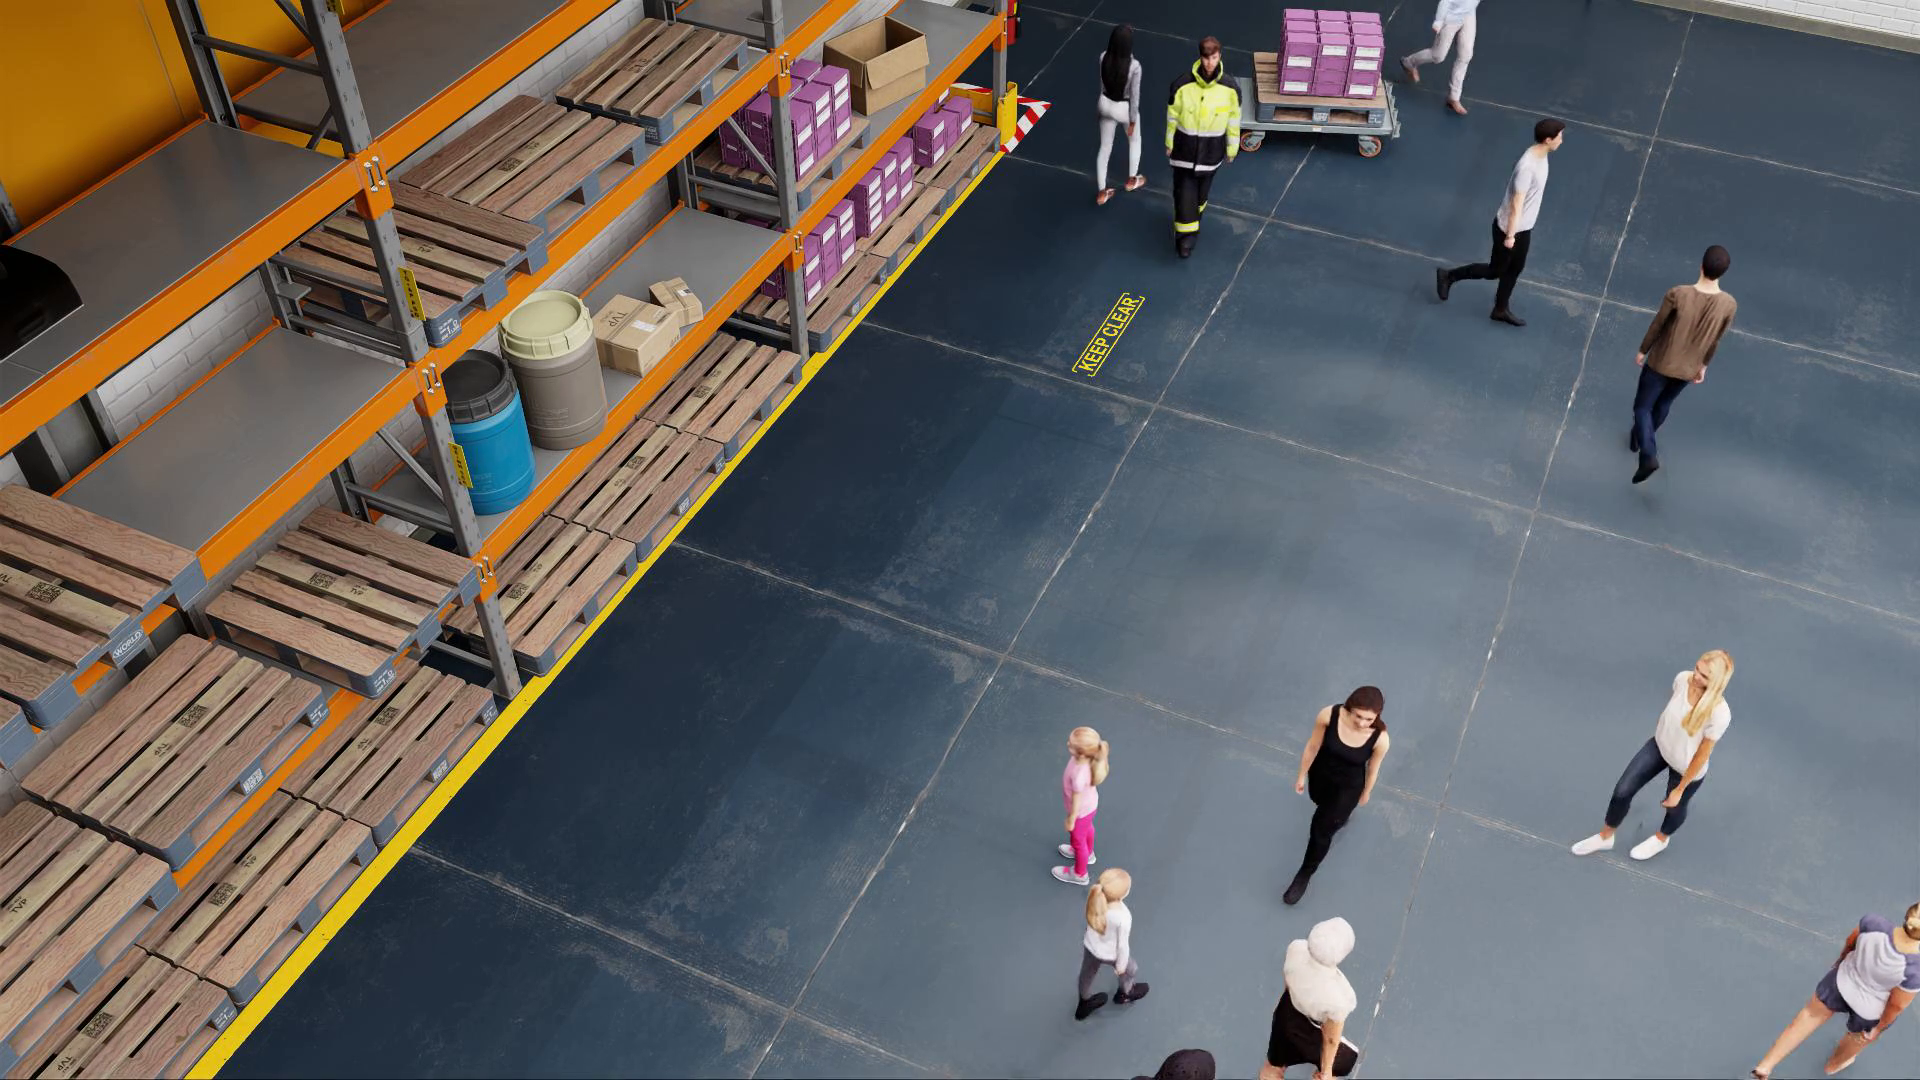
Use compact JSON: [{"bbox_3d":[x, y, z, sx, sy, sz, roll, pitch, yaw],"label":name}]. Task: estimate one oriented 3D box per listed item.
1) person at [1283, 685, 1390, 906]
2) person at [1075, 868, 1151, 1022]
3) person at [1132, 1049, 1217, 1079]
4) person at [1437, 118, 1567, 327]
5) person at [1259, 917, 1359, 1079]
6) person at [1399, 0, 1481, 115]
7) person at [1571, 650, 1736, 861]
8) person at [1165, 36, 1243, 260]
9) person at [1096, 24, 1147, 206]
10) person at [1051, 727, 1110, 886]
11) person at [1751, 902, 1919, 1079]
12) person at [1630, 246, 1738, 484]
[{"bbox_3d":[2.199,1.338,9.601,0.740,1.657,1.151,28,50,27],"label":"person"},{"bbox_3d":[0.736,2.215,8.962,0.767,1.267,0.665,-29,51,-27],"label":"person"},{"bbox_3d":[0.881,2.981,7.789,0.663,1.776,0.733,23,48,22],"label":"person"},{"bbox_3d":[4.436,-2.601,13.606,0.894,1.834,1.050,30,51,28],"label":"person"},{"bbox_3d":[1.658,2.509,8.315,0.921,1.734,0.860,-21,48,-21],"label":"person"},{"bbox_3d":[4.783,-5.134,16.246,1.191,1.860,1.188,-22,48,-21],"label":"person"},{"bbox_3d":[4.203,1.257,9.591,0.944,1.787,0.877,-17,46,-17],"label":"person"},{"bbox_3d":[2.082,-3.489,14.459,1.095,1.945,1.271,-1,44,-1],"label":"person"},{"bbox_3d":[1.370,-3.793,14.949,0.650,1.708,0.827,22,48,22],"label":"person"},{"bbox_3d":[0.715,1.531,9.677,0.572,1.272,0.477,9,44,9],"label":"person"},{"bbox_3d":[4.588,2.367,8.561,1.013,1.602,0.885,-21,47,-21],"label":"person"},{"bbox_3d":[5.232,-1.247,12.166,0.899,1.861,1.171,3,44,3],"label":"person"}]
